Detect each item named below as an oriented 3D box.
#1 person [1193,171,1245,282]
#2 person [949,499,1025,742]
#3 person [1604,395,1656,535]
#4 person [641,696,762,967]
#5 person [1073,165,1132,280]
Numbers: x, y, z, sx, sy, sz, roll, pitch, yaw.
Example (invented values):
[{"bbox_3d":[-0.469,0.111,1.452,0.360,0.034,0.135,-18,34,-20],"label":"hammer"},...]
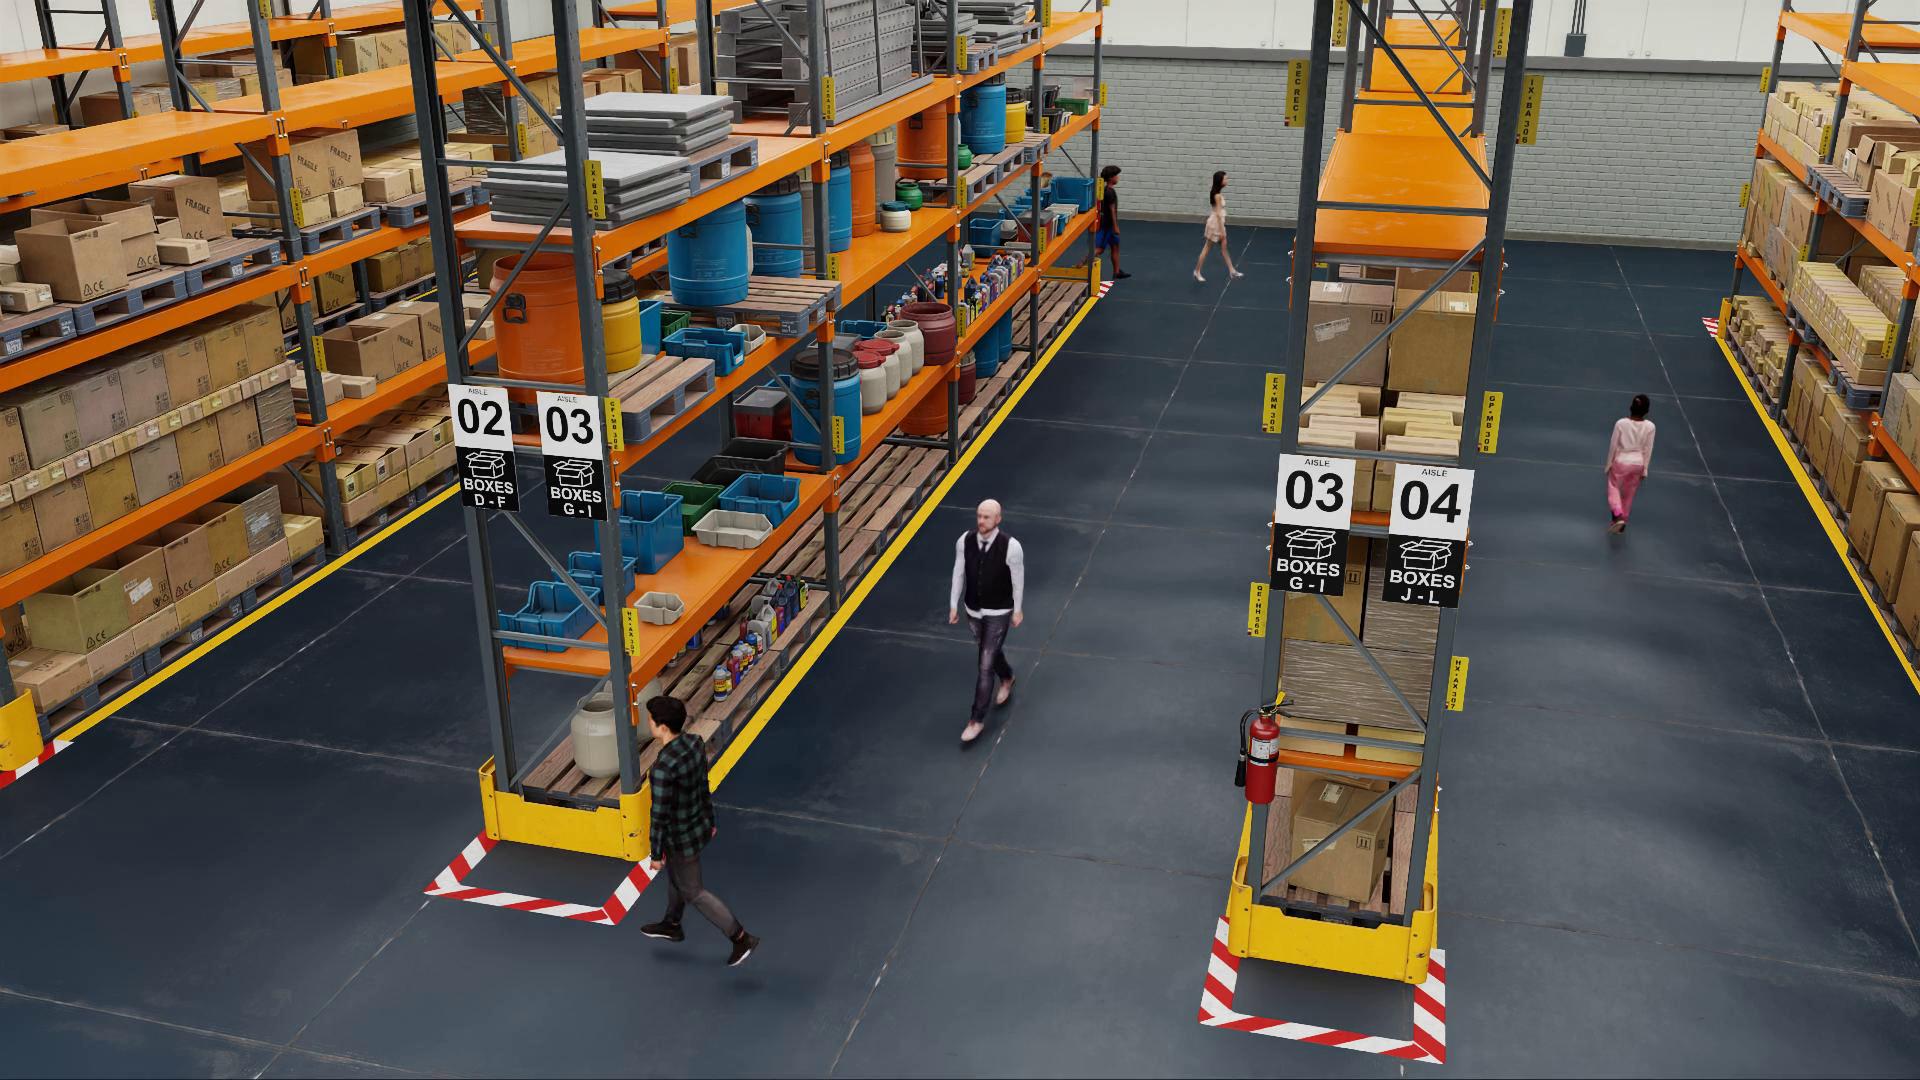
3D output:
[{"bbox_3d":[3.836,-4.790,25.604,0.699,1.698,0.958,4,23,10],"label":"person"},{"bbox_3d":[0.253,0.529,12.486,0.893,1.781,1.287,11,25,26],"label":"person"},{"bbox_3d":[6.419,-0.703,15.960,0.568,1.432,0.745,5,23,11],"label":"person"},{"bbox_3d":[-1.505,1.690,9.575,0.724,1.688,1.017,6,23,14],"label":"person"},{"bbox_3d":[2.190,-4.866,25.695,0.771,1.767,1.116,2,22,5],"label":"person"}]
